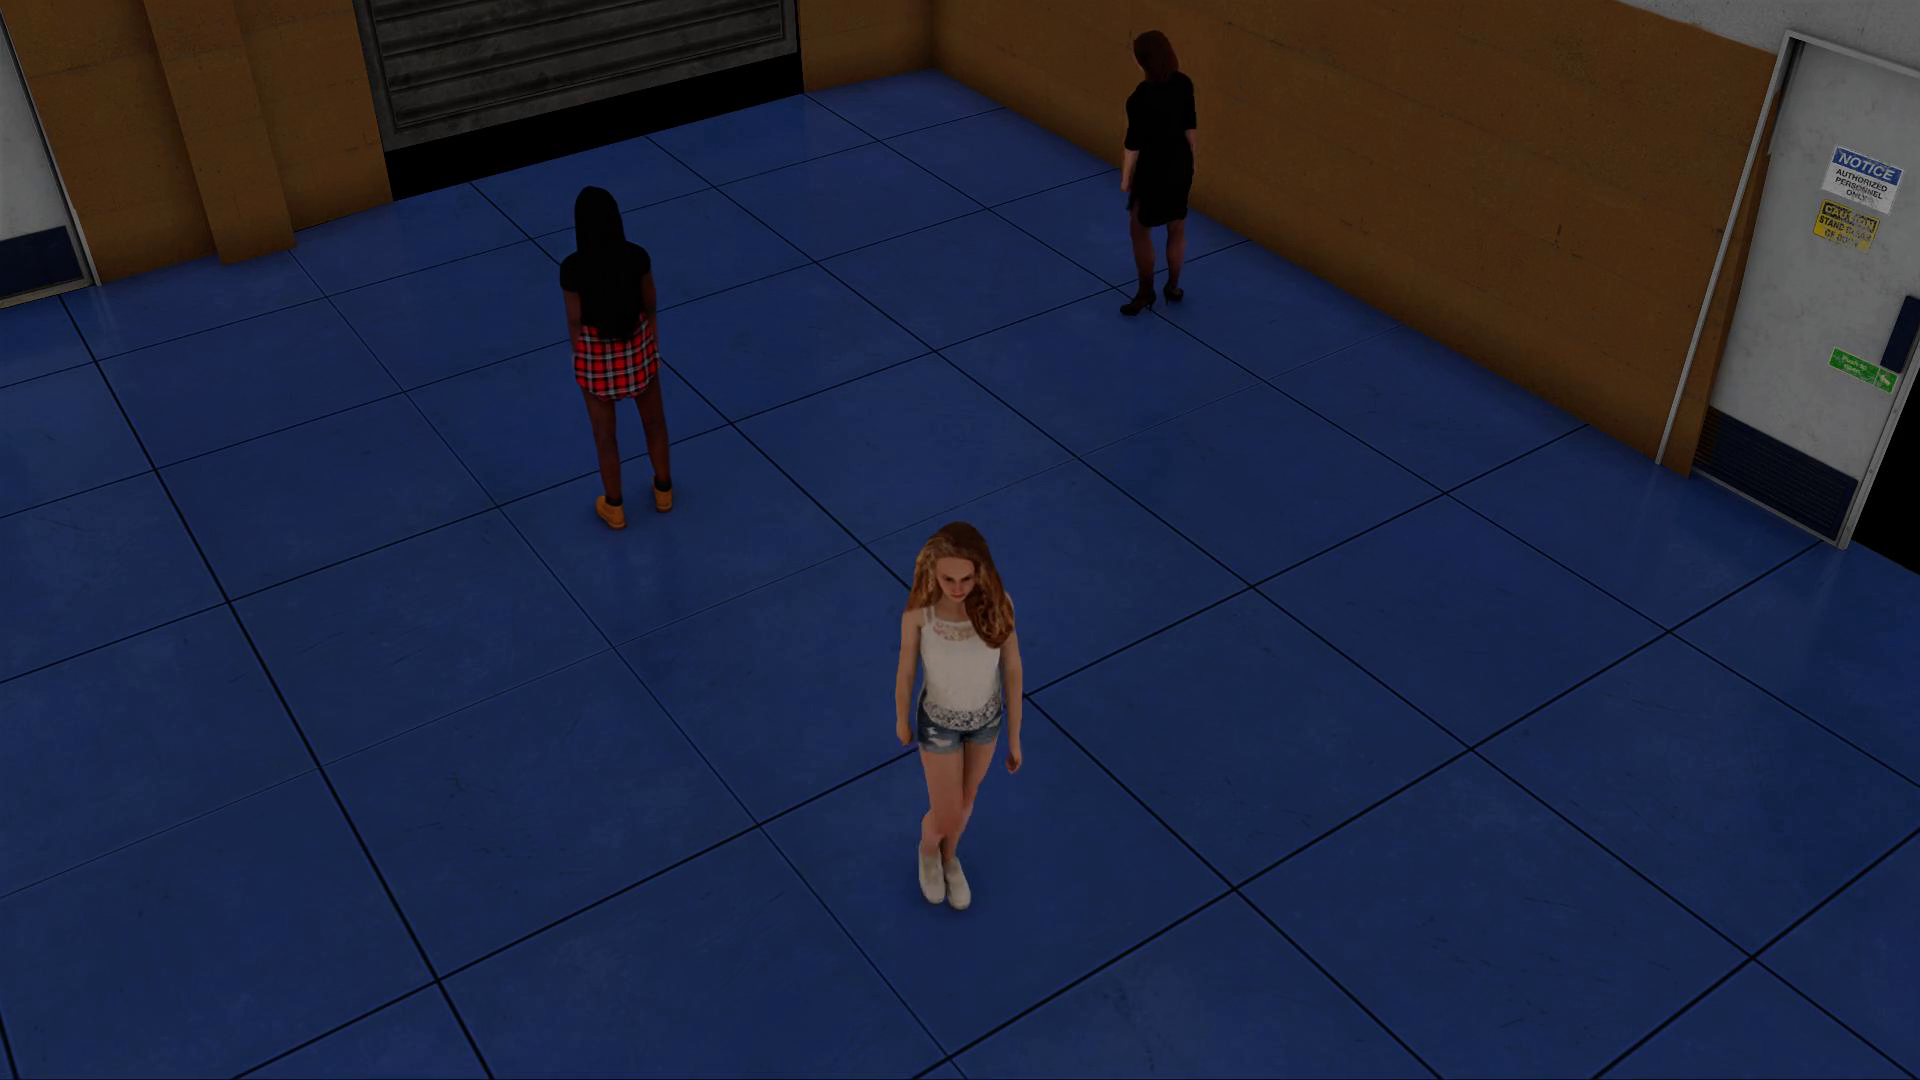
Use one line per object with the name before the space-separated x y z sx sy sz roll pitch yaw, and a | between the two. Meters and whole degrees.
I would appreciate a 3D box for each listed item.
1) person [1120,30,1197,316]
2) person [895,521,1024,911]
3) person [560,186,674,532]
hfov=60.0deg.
person | 1.207 -2.095 9.520 0.461 1.686 0.728 -9 38 -11
person | -0.031 0.593 5.905 0.638 1.744 0.709 -10 38 -13
person | -1.614 -0.847 7.838 0.525 1.725 0.655 -22 42 -26
